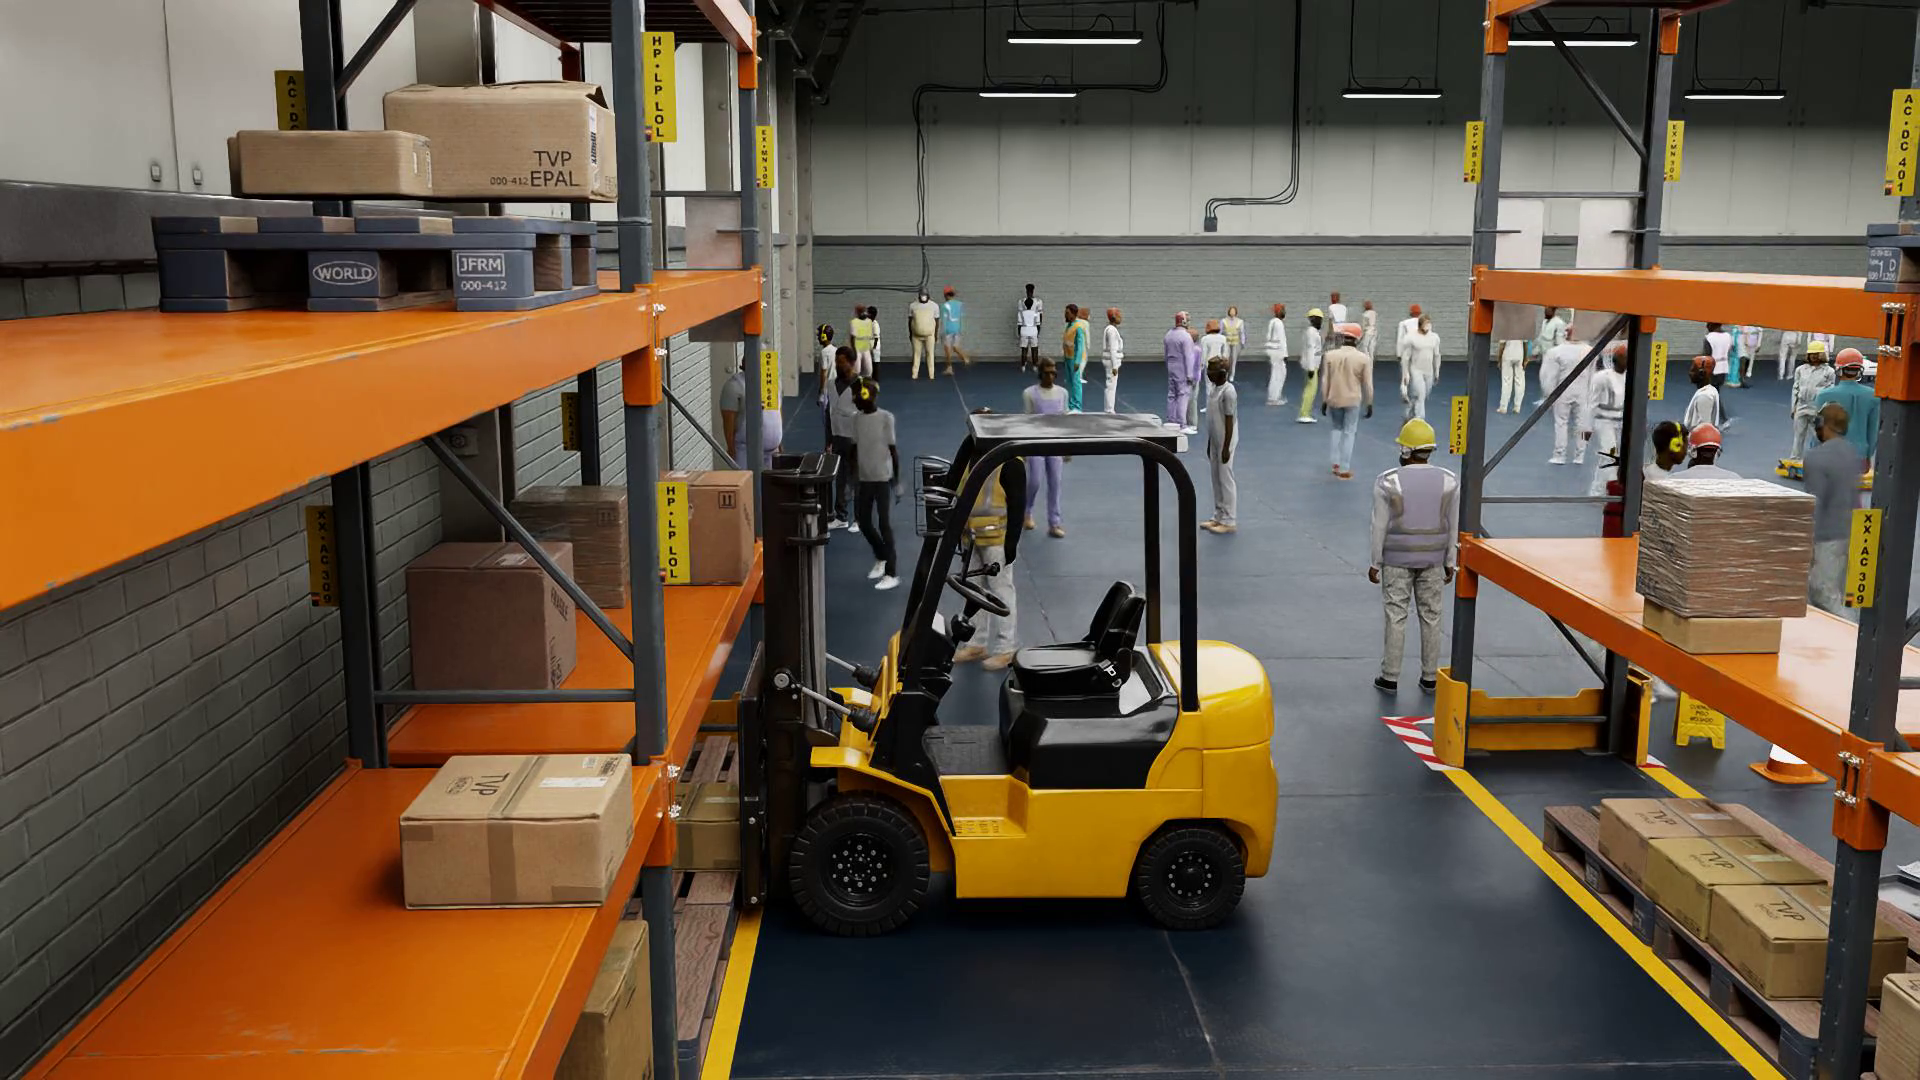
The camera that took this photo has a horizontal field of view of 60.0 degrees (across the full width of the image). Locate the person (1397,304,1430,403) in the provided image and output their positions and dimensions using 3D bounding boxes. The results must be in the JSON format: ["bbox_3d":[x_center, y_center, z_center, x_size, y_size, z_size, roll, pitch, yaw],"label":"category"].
[{"bbox_3d":[8.456,-3.475,31.009,0.627,1.844,0.934,4,11,19],"label":"person"}]

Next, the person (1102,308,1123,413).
[{"bbox_3d":[2.557,-2.919,27.757,0.355,1.885,0.575,0,10,0],"label":"person"}]

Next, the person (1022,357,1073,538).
[{"bbox_3d":[0.880,-0.951,16.932,0.514,1.837,0.557,-4,11,-22],"label":"person"}]

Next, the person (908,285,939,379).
[{"bbox_3d":[-0.796,-4.531,36.302,0.683,2.000,0.538,0,10,2],"label":"person"}]

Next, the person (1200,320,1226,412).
[{"bbox_3d":[4.427,-3.043,29.149,0.498,1.632,0.289,-5,11,-24],"label":"person"}]

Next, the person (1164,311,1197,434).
[{"bbox_3d":[3.453,-2.603,25.934,0.407,1.908,0.641,-5,11,-26],"label":"person"}]

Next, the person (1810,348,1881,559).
[{"bbox_3d":[8.300,-0.803,15.662,0.619,1.994,0.381,0,10,-2],"label":"person"}]

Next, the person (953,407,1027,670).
[{"bbox_3d":[0.181,-0.015,11.701,0.429,1.841,0.634,-8,13,-37],"label":"person"}]

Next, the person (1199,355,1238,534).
[{"bbox_3d":[2.678,-0.983,17.120,0.350,1.837,0.502,-3,10,-14],"label":"person"}]

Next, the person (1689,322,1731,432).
[{"bbox_3d":[11.720,-2.594,25.911,0.609,1.911,0.450,-7,12,-34],"label":"person"}]

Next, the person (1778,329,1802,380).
[{"bbox_3d":[18.034,-4.342,36.153,0.487,1.708,0.748,7,12,34],"label":"person"}]

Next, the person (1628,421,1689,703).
[{"bbox_3d":[4.541,0.155,10.778,0.496,1.842,0.503,-10,14,-44],"label":"person"}]

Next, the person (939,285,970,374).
[{"bbox_3d":[-0.141,-4.706,37.377,0.614,2.016,0.672,-10,14,-43],"label":"person"}]

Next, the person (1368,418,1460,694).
[{"bbox_3d":[2.991,0.113,10.997,0.597,1.836,0.404,0,10,-2],"label":"person"}]

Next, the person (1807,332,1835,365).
[{"bbox_3d":[16.962,-3.700,32.796,0.308,1.638,0.511,-8,13,-37],"label":"person"}]

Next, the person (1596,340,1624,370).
[{"bbox_3d":[12.698,-3.716,32.645,0.512,1.706,0.830,-1,10,-5],"label":"person"}]

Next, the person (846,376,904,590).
[{"bbox_3d":[-0.702,-0.520,14.530,0.568,1.836,0.580,8,13,37],"label":"person"}]

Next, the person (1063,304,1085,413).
[{"bbox_3d":[1.956,-3.121,28.785,0.392,1.920,0.587,-4,11,-20],"label":"person"}]

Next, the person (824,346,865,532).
[{"bbox_3d":[-1.160,-1.044,17.220,0.594,1.919,0.388,7,13,36],"label":"person"}]

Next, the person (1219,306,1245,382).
[{"bbox_3d":[5.785,-4.155,35.396,0.550,1.599,0.796,1,10,7],"label":"person"}]

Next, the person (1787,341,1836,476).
[{"bbox_3d":[10.801,-1.655,21.111,0.487,1.744,0.294,9,13,40],"label":"person"}]

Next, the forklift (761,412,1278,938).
[{"bbox_3d":[0.291,0.548,7.580,2.313,2.155,1.214,0,10,-2],"label":"forklift"}]

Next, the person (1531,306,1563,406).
[{"bbox_3d":[10.684,-3.408,30.434,0.642,1.899,0.610,-1,10,-4],"label":"person"}]

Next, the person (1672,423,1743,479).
[{"bbox_3d":[5.083,0.068,11.478,0.570,1.751,0.329,0,10,-2],"label":"person"}]

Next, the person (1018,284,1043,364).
[{"bbox_3d":[1.715,-5.282,40.690,0.607,1.966,0.367,-1,10,-7],"label":"person"}]

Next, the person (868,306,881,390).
[{"bbox_3d":[-1.773,-3.851,33.474,0.318,1.697,0.534,-4,11,-22],"label":"person"}]

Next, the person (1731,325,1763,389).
[{"bbox_3d":[16.146,-4.073,34.176,0.542,1.903,0.880,2,10,9],"label":"person"}]

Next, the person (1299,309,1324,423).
[{"bbox_3d":[5.823,-2.878,27.536,0.400,1.890,0.644,1,10,8],"label":"person"}]

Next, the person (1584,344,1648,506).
[{"bbox_3d":[7.359,-1.250,18.554,0.596,1.843,0.888,-5,11,-24],"label":"person"}]

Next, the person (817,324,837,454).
[{"bbox_3d":[-1.828,-2.022,22.848,0.333,1.861,0.496,3,11,18],"label":"person"}]

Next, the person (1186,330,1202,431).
[{"bbox_3d":[3.622,-2.532,26.395,0.318,1.605,0.711,-3,11,-15],"label":"person"}]

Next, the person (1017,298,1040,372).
[{"bbox_3d":[1.584,-4.714,38.283,0.539,1.696,0.317,0,10,-2],"label":"person"}]

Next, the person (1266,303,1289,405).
[{"bbox_3d":[5.874,-3.399,30.490,0.501,1.869,0.642,1,10,3],"label":"person"}]

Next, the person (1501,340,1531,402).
[{"bbox_3d":[10.406,-3.466,31.165,0.570,1.751,0.329,0,10,-2],"label":"person"}]

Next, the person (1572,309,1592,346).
[{"bbox_3d":[14.308,-4.808,38.326,0.555,1.881,1.051,-1,10,-4],"label":"person"}]

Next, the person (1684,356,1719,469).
[{"bbox_3d":[7.232,-0.862,16.303,0.355,1.883,0.575,5,11,25],"label":"person"}]

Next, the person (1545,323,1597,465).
[{"bbox_3d":[8.192,-1.950,22.363,0.667,1.896,0.427,-1,10,-6],"label":"person"}]

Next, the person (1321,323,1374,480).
[{"bbox_3d":[4.900,-1.745,20.964,0.651,1.968,0.604,7,12,33],"label":"person"}]

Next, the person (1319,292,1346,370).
[{"bbox_3d":[8.591,-4.794,38.355,0.585,1.820,0.690,-7,12,-33],"label":"person"}]

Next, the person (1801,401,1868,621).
[{"bbox_3d":[6.023,0.013,11.393,0.658,1.901,0.567,-7,12,-34],"label":"person"}]

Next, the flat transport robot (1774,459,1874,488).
[{"bbox_3d":[10.833,-0.838,20.658,0.652,0.197,1.431,-1,10,-5],"label":"flat transport robot"}]

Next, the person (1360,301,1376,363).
[{"bbox_3d":[9.538,-4.757,38.781,0.555,1.613,0.377,-8,13,-37],"label":"person"}]

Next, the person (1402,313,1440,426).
[{"bbox_3d":[7.170,-2.602,25.966,0.637,1.906,0.961,-4,11,-19],"label":"person"}]

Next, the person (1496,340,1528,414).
[{"bbox_3d":[9.609,-3.113,28.947,0.511,1.846,0.341,0,10,-2],"label":"person"}]

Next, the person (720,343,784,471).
[{"bbox_3d":[-2.025,-0.995,16.606,0.701,2.000,0.535,-10,14,-43],"label":"person"}]

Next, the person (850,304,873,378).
[{"bbox_3d":[-1.893,-3.609,31.822,0.579,1.801,0.698,-10,14,-43],"label":"person"}]
